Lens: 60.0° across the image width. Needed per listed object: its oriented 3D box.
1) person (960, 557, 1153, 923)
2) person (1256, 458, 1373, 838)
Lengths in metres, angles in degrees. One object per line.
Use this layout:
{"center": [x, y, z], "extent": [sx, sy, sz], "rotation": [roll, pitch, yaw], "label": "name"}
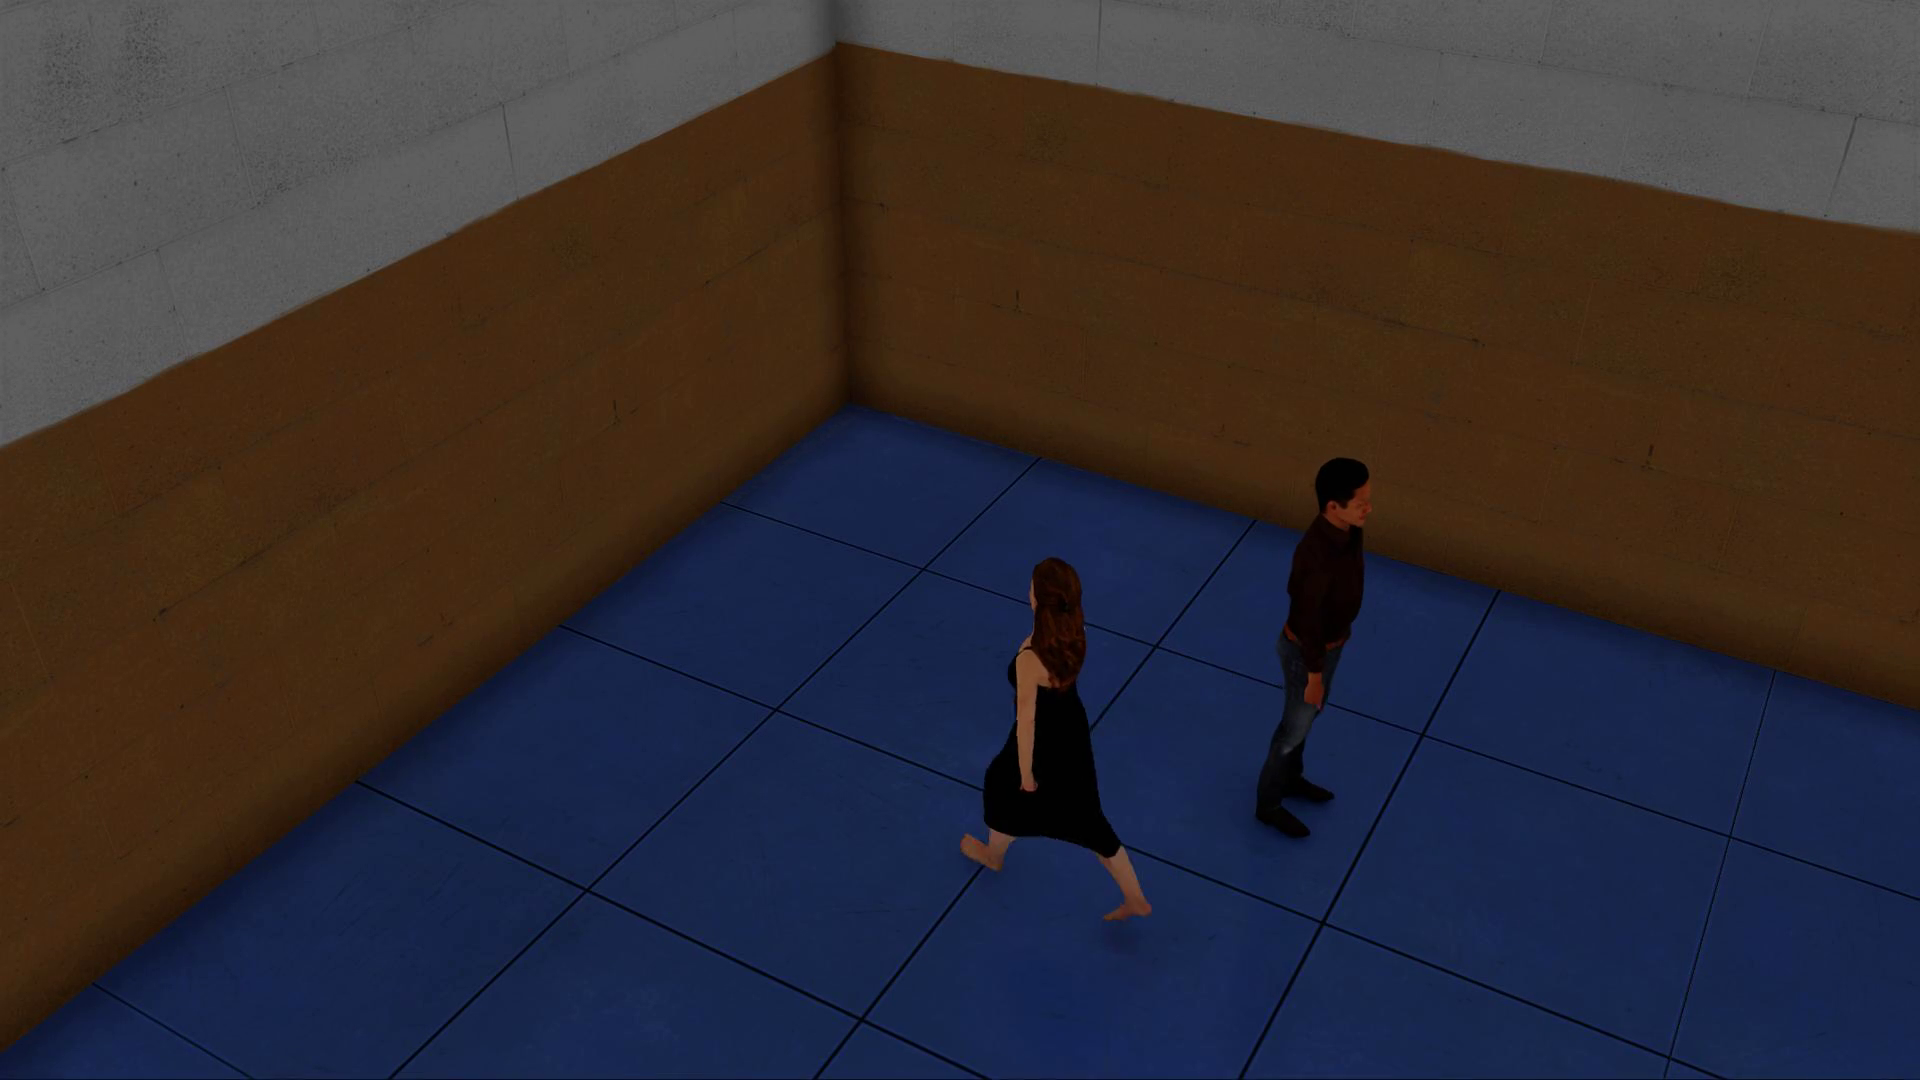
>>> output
{"center": [0.422, 0.813, 6.307], "extent": [0.748, 1.580, 1.094], "rotation": [24, 41, 32], "label": "person"}
{"center": [1.406, 0.429, 6.706], "extent": [0.720, 1.777, 0.477], "rotation": [15, 36, 21], "label": "person"}
